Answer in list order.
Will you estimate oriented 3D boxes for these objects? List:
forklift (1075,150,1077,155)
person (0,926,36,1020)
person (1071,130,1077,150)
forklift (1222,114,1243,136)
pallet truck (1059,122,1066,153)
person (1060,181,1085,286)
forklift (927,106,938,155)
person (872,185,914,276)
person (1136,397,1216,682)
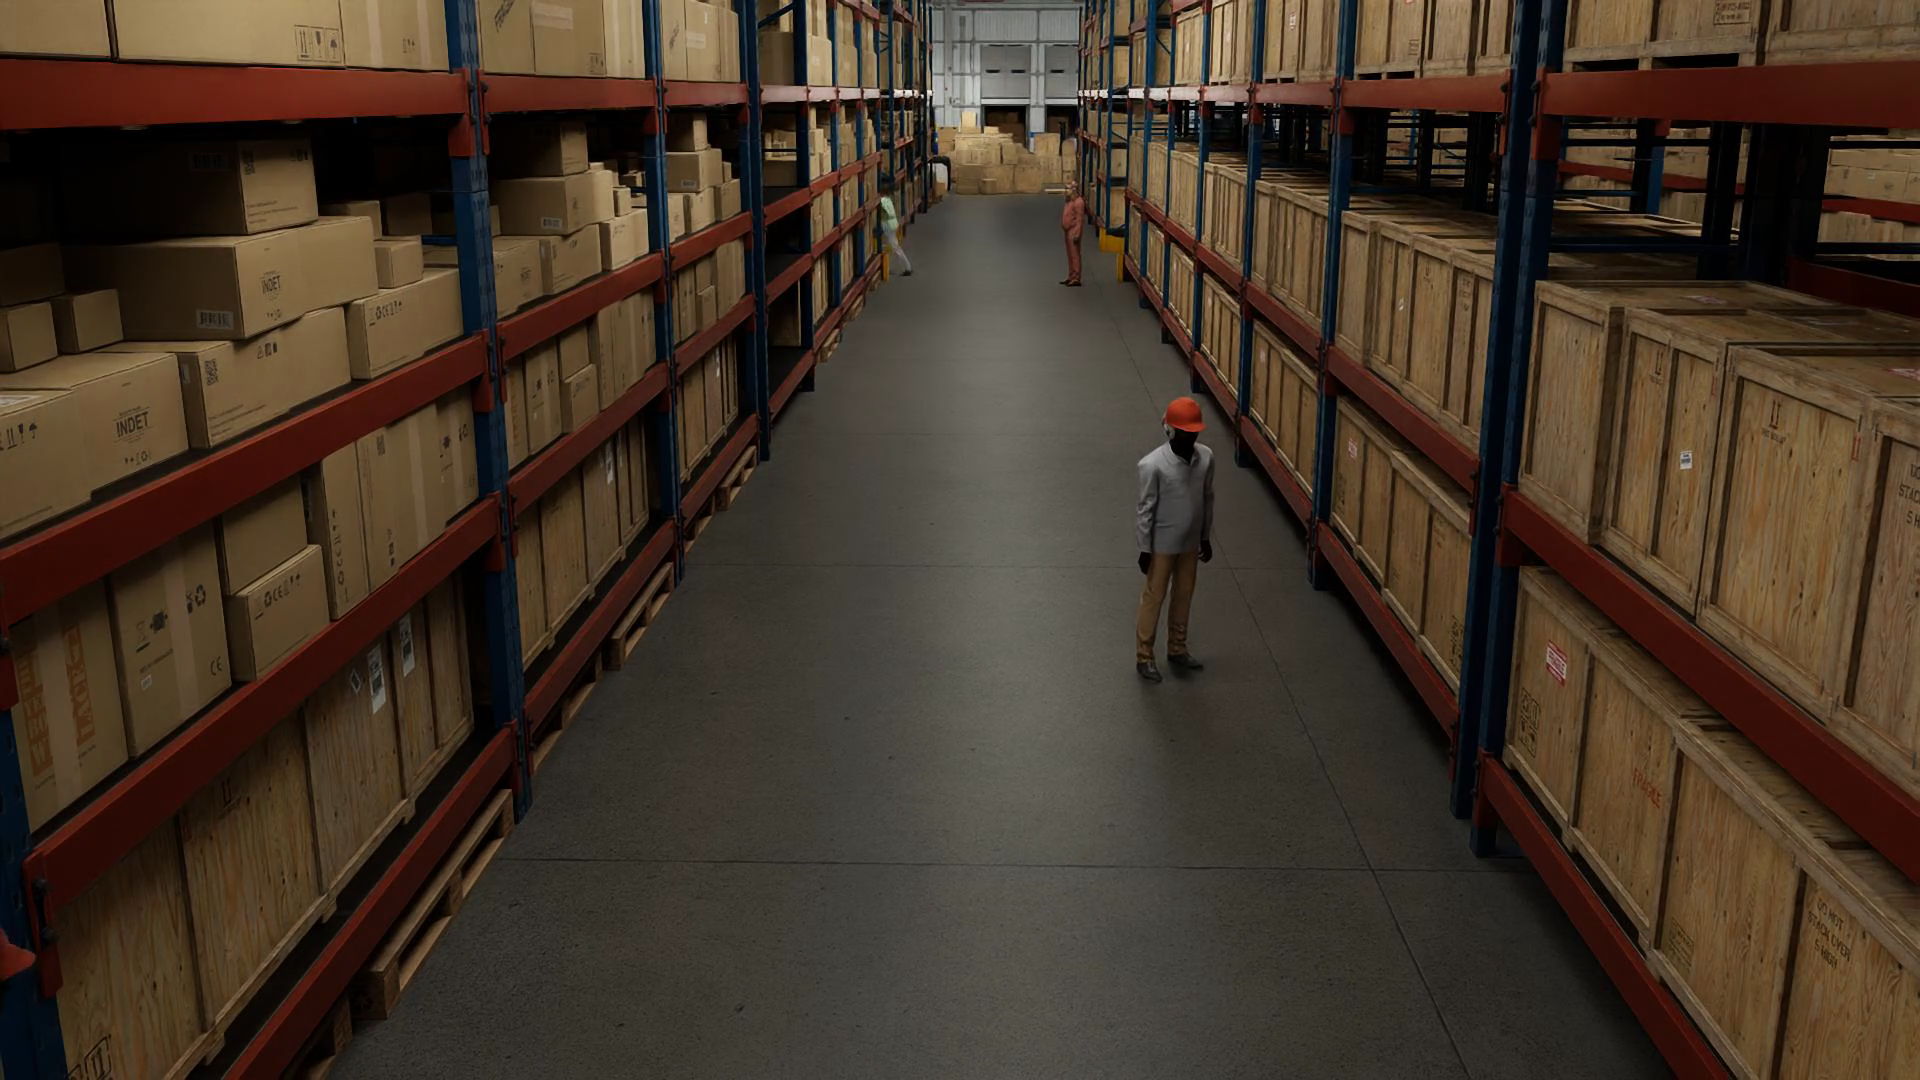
[{"bbox_3d":[5.580,-17.275,72.066,1.129,2.768,1.873,4,16,16],"label":"forklift"},{"bbox_3d":[-1.953,1.647,3.347,0.631,1.992,0.398,8,17,29],"label":"person"},{"bbox_3d":[5.178,-17.313,74.097,0.542,1.896,0.973,-3,15,-11],"label":"person"},{"bbox_3d":[9.316,-13.264,57.144,1.873,2.768,1.129,-5,16,-18],"label":"forklift"},{"bbox_3d":[5.788,-21.111,88.014,1.885,1.965,0.823,5,16,18],"label":"pallet truck"},{"bbox_3d":[2.053,-5.625,30.567,0.407,1.906,0.655,-3,15,-12],"label":"person"},{"bbox_3d":[-1.527,-20.289,83.281,1.873,2.768,1.129,8,17,27],"label":"forklift"},{"bbox_3d":[-1.398,-5.990,32.227,1.098,1.761,0.558,3,15,13],"label":"person"},{"bbox_3d":[1.301,-0.006,9.987,0.578,1.739,0.389,-11,18,-35],"label":"person"}]
